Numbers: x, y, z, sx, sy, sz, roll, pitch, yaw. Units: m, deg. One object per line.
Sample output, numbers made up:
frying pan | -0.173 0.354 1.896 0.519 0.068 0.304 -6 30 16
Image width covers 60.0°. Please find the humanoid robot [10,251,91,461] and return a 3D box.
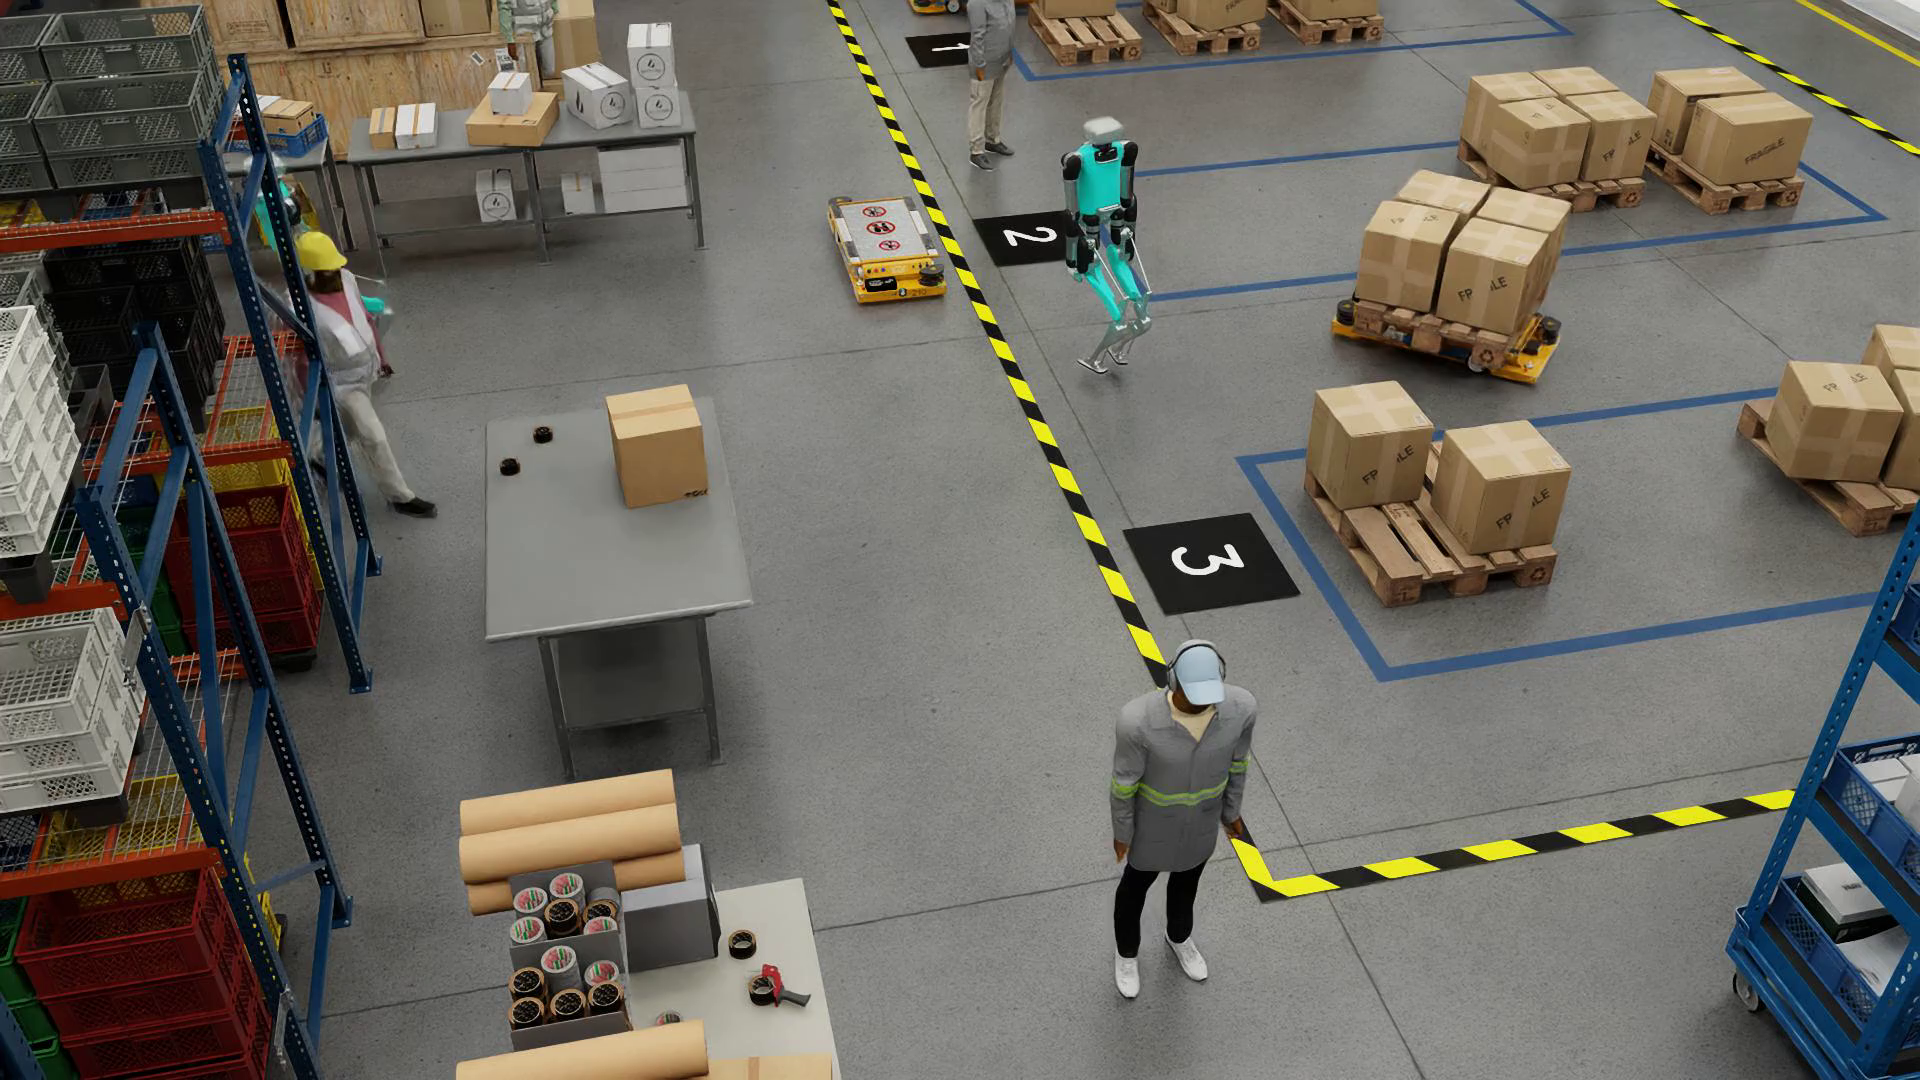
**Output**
humanoid robot | -5.403 -0.991 9.650 0.699 1.771 0.531 24 43 29

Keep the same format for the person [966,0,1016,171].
person | 0.245 -3.937 13.591 0.402 1.764 0.562 19 41 24

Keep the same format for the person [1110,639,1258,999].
person | 0.884 1.124 6.716 0.588 1.853 0.395 -8 37 -11

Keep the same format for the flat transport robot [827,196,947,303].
flat transport robot | -0.570 -2.220 12.538 0.659 0.231 1.431 -8 37 -10

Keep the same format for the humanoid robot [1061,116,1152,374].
humanoid robot | 1.000 -1.815 10.650 0.533 1.677 0.735 -18 40 -22

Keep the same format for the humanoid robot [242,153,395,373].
humanoid robot | -3.981 -1.675 10.596 0.545 1.792 0.798 30 46 34

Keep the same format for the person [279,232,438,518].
person | -3.574 -0.970 9.577 0.880 1.797 0.596 8 37 11

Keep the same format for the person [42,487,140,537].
person | -5.012 -0.617 9.063 0.803 1.840 0.695 -1 37 -2

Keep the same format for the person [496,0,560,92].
person | -3.556 -4.236 13.852 0.411 1.939 0.604 24 43 29

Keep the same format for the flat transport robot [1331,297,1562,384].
flat transport robot | 3.373 -1.487 11.529 1.431 0.197 0.652 19 41 24

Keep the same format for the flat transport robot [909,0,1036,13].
flat transport robot | 0.177 -5.695 17.185 1.431 0.197 0.652 -8 37 -10
